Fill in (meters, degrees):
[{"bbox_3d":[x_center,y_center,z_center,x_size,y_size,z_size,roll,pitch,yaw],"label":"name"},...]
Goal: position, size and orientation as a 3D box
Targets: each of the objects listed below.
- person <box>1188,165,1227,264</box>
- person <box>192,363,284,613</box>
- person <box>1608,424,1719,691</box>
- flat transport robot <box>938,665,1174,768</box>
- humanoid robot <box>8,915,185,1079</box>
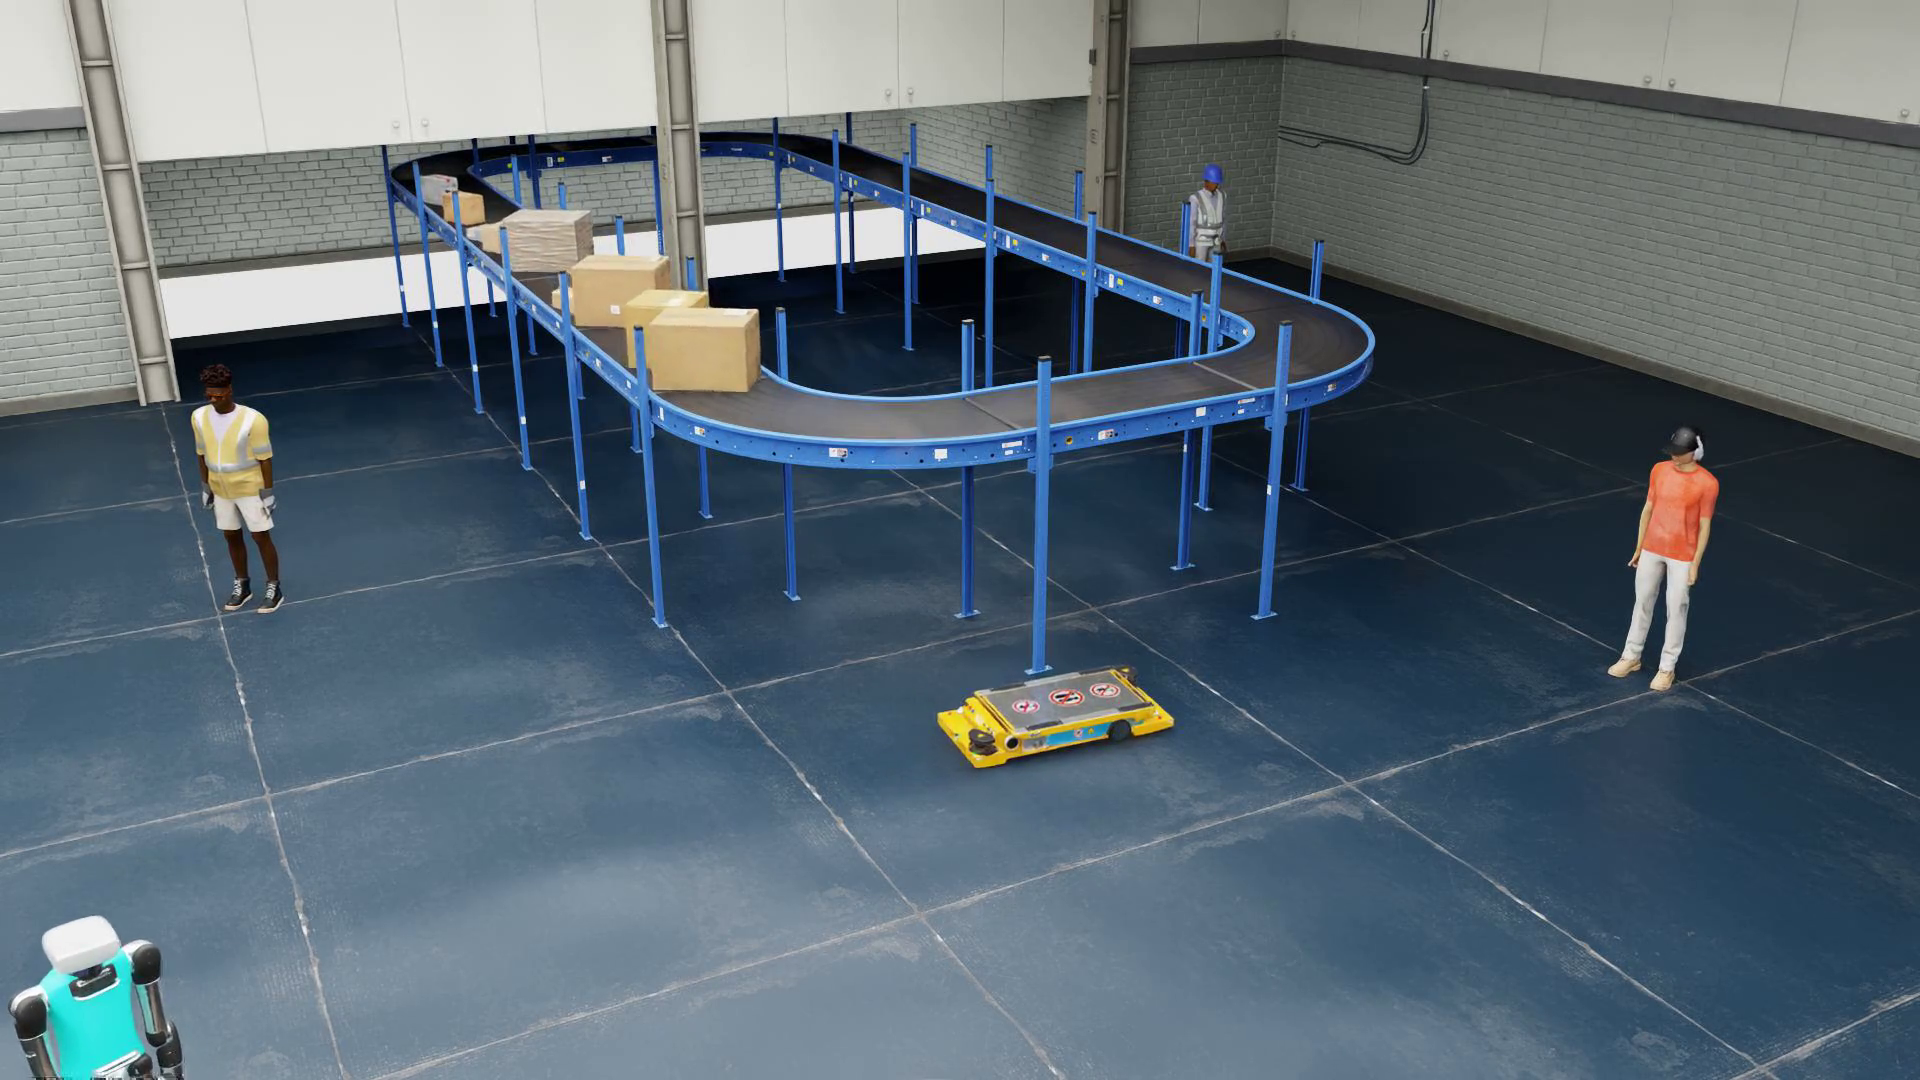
[{"bbox_3d":[3.113,-3.755,20.949,0.611,1.933,0.413,-14,26,-32],"label":"person"},{"bbox_3d":[-5.469,-0.393,12.600,0.602,1.958,0.376,4,22,9],"label":"person"},{"bbox_3d":[4.851,0.114,11.413,0.413,1.907,0.475,-20,29,-40],"label":"person"},{"bbox_3d":[0.633,1.158,11.012,1.431,0.231,0.659,-9,24,-21],"label":"flat transport robot"},{"bbox_3d":[-3.050,2.343,6.268,0.727,1.893,0.539,17,28,36],"label":"humanoid robot"}]
